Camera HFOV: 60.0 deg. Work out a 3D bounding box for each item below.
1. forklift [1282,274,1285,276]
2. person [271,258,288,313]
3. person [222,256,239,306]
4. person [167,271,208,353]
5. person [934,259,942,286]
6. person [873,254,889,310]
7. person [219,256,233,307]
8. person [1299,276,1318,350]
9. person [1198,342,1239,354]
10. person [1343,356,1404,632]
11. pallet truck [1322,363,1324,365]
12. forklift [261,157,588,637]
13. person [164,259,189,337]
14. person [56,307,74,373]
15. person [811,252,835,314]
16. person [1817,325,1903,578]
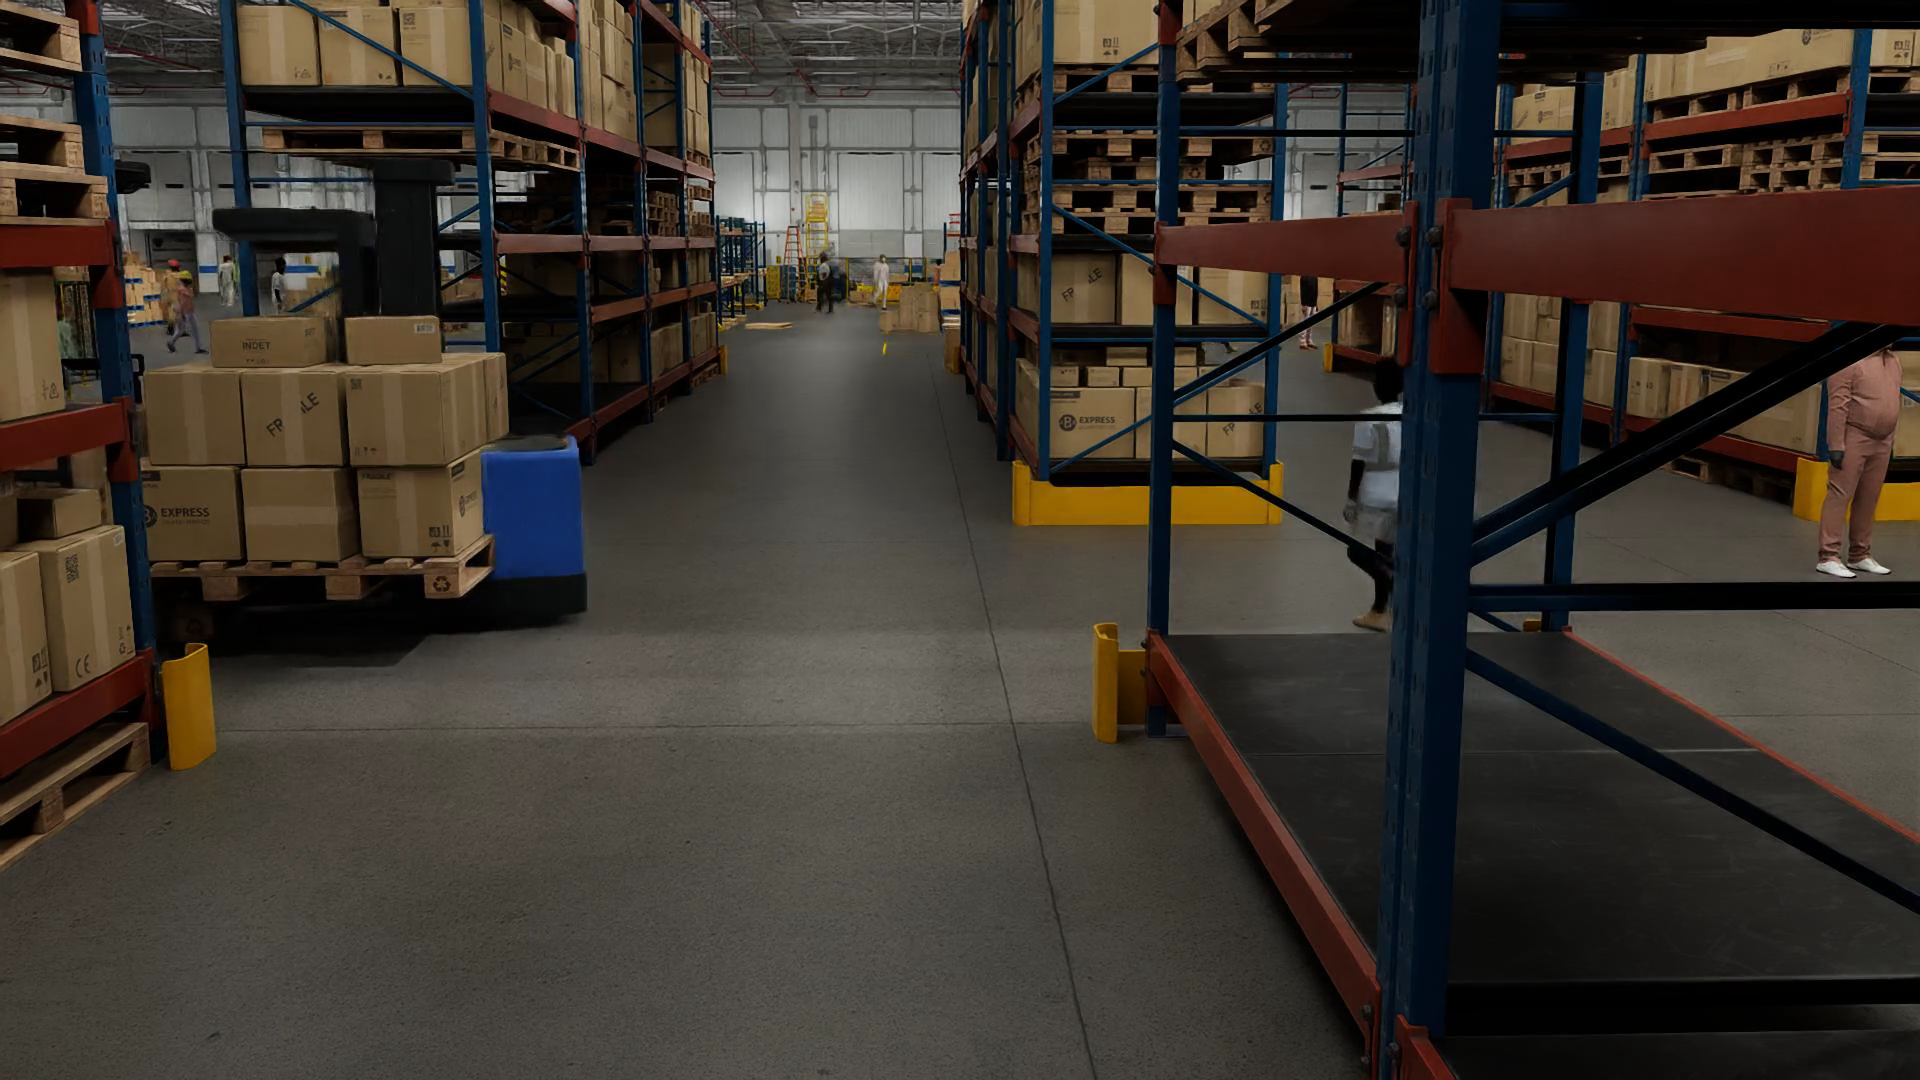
[{"bbox_3d":[11.009,-9.520,58.157,1.873,2.768,1.129,-3,11,-16],"label":"forklift"},{"bbox_3d":[-15.725,-5.535,38.515,0.371,1.961,0.602,-2,10,-9],"label":"person"},{"bbox_3d":[-26.481,-9.370,60.253,0.442,1.825,0.642,0,10,0],"label":"person"},{"bbox_3d":[-16.274,-4.779,34.915,0.787,1.743,0.528,2,10,9],"label":"person"},{"bbox_3d":[-0.761,-10.184,65.212,0.746,1.663,0.552,-7,12,-35],"label":"person"},{"bbox_3d":[-2.699,-8.790,56.751,0.647,1.926,0.506,-9,13,-40],"label":"person"},{"bbox_3d":[-26.454,-9.305,59.902,0.553,1.817,0.963,-9,13,-41],"label":"person"},{"bbox_3d":[7.596,-5.120,36.109,0.384,1.993,0.623,9,13,40],"label":"person"},{"bbox_3d":[5.354,-4.690,34.694,0.912,1.633,0.537,-4,11,-20],"label":"person"},{"bbox_3d":[2.537,-0.242,9.808,0.548,1.680,0.547,-7,12,-34],"label":"person"},{"bbox_3d":[7.712,-4.157,30.737,1.885,1.965,0.823,3,11,16],"label":"pallet truck"},{"bbox_3d":[-3.315,-0.921,10.251,1.873,2.768,1.129,-3,10,-14],"label":"forklift"},{"bbox_3d":[-19.296,-5.934,40.878,0.547,1.917,0.695,3,11,14],"label":"person"},{"bbox_3d":[-11.857,-2.337,21.747,0.497,1.586,0.899,-1,10,-7],"label":"person"},{"bbox_3d":[-4.501,-8.421,54.372,0.862,2.000,0.699,4,11,19],"label":"person"},{"bbox_3d":[6.350,-0.682,11.669,0.642,1.900,0.400,-4,11,-23],"label":"person"}]
